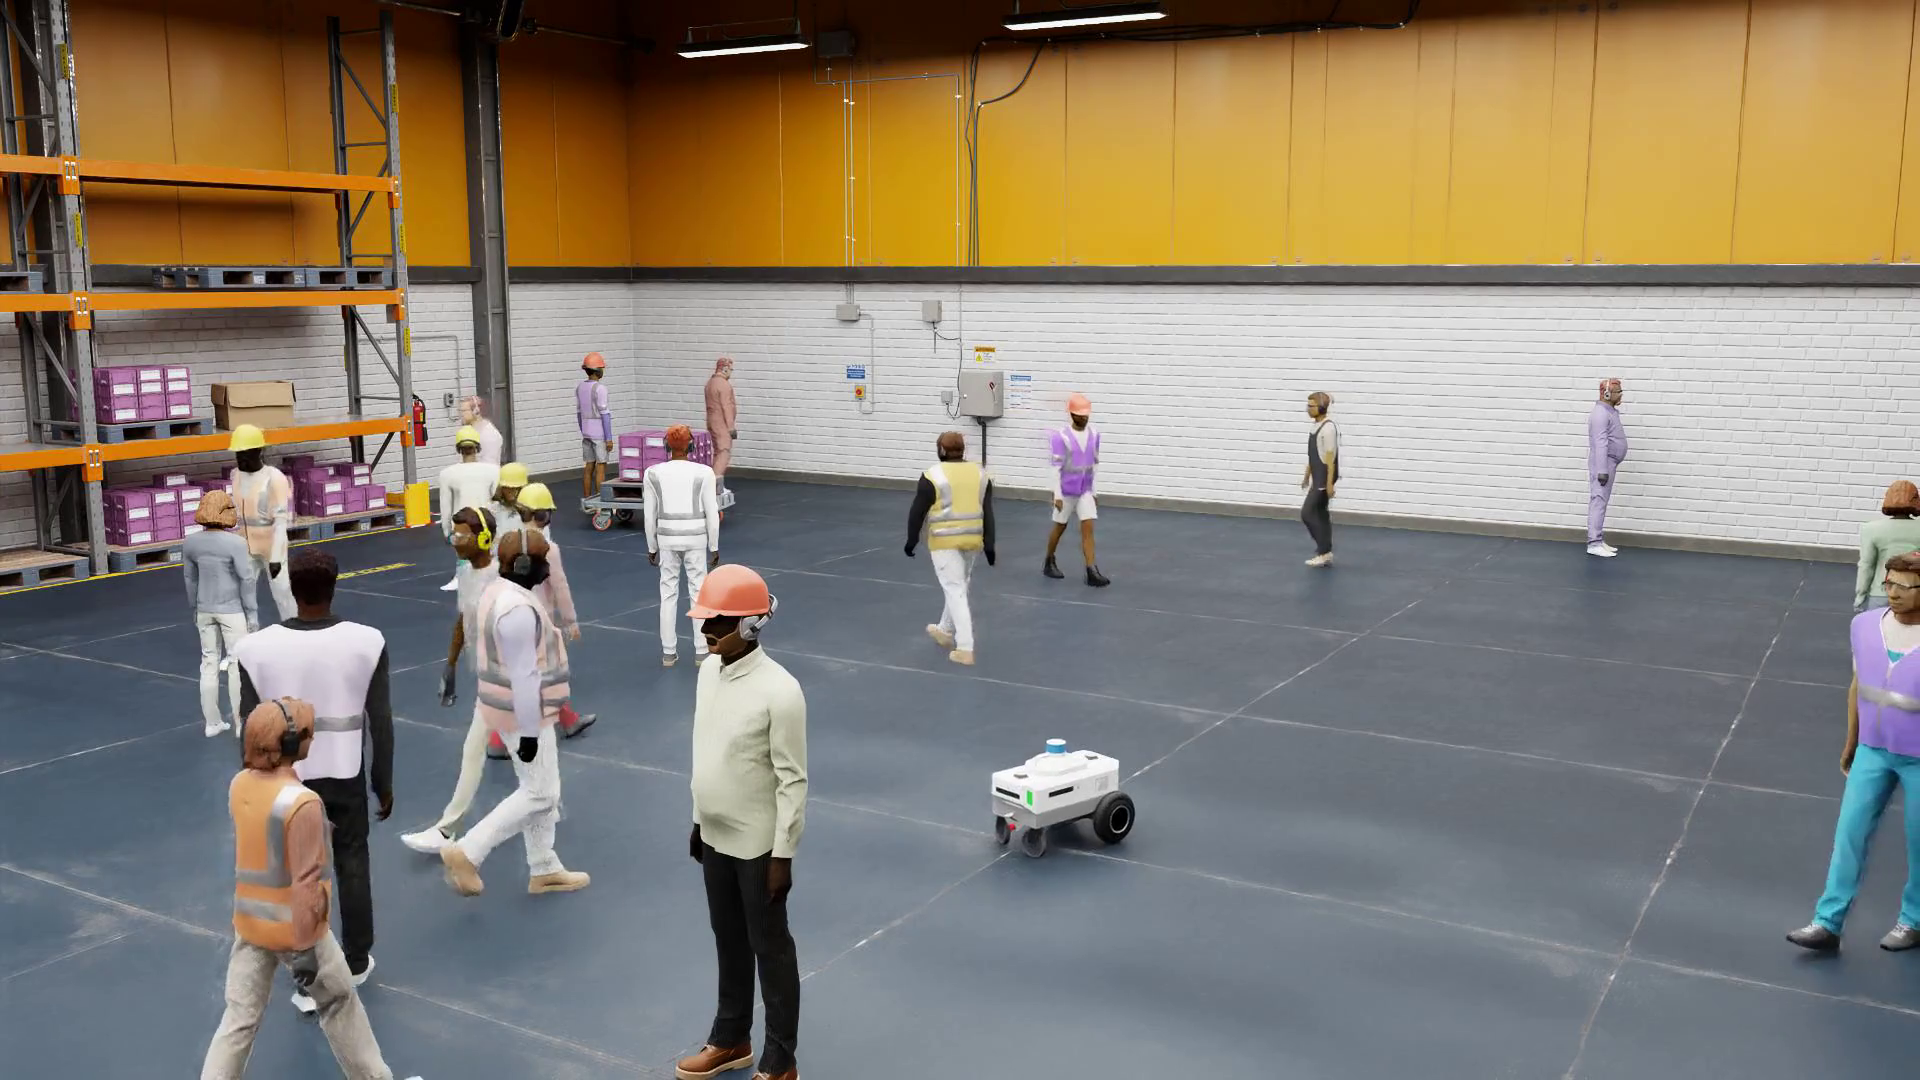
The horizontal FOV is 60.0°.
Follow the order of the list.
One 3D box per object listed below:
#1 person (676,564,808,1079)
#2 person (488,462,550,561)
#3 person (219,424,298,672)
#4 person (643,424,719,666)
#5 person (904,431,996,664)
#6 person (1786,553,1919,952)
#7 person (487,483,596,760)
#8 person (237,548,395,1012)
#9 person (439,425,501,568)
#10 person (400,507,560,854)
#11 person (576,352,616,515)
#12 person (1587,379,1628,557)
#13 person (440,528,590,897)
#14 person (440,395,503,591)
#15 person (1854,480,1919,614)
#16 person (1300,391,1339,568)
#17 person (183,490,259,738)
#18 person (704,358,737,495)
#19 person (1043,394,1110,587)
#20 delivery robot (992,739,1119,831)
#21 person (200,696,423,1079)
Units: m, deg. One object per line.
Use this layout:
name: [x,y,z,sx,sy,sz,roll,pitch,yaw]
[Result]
person: [-0.800,1.070,6.079,0.378,1.996,0.611,-8,12,-42]
person: [-3.121,0.287,11.840,0.507,1.720,0.588,2,9,10]
person: [-5.374,0.072,12.636,0.600,1.887,0.857,4,10,26]
person: [-2.140,0.042,12.845,0.575,1.884,0.355,0,9,2]
person: [-0.101,0.036,13.186,0.623,1.784,0.972,-6,11,-34]
person: [4.050,0.964,7.290,0.854,1.812,0.596,-5,11,-30]
person: [-2.664,0.497,10.522,0.547,1.710,0.918,8,12,40]
person: [-2.667,1.005,6.916,0.621,1.928,0.662,-4,10,-23]
person: [-4.125,-0.101,14.119,0.538,1.741,0.712,-2,9,-15]
person: [-2.546,0.728,8.786,0.981,1.816,0.542,-8,12,-41]
person: [-4.552,-1.322,20.853,0.607,2.048,0.367,8,12,42]
person: [6.969,-0.784,17.932,0.407,1.908,0.641,4,10,24]
person: [-2.164,0.850,8.003,0.624,1.822,0.635,-4,10,-22]
person: [-4.595,-0.462,16.020,0.648,1.879,0.820,8,12,41]
person: [6.390,0.405,11.360,0.498,1.633,0.281,3,10,19]
person: [3.685,-0.616,17.117,0.440,1.828,0.521,0,9,2]
person: [-4.806,0.485,10.862,0.497,1.633,0.284,2,9,14]
person: [-3.286,-1.515,22.596,0.543,1.881,0.850,-5,10,-27]
person: [1.115,-0.503,16.293,0.556,1.879,0.980,-5,10,-28]
delivery robot: [0.508,1.302,8.826,0.707,0.478,0.477,-8,12,-40]
person: [-2.332,1.324,5.740,0.532,1.592,0.856,7,11,37]
